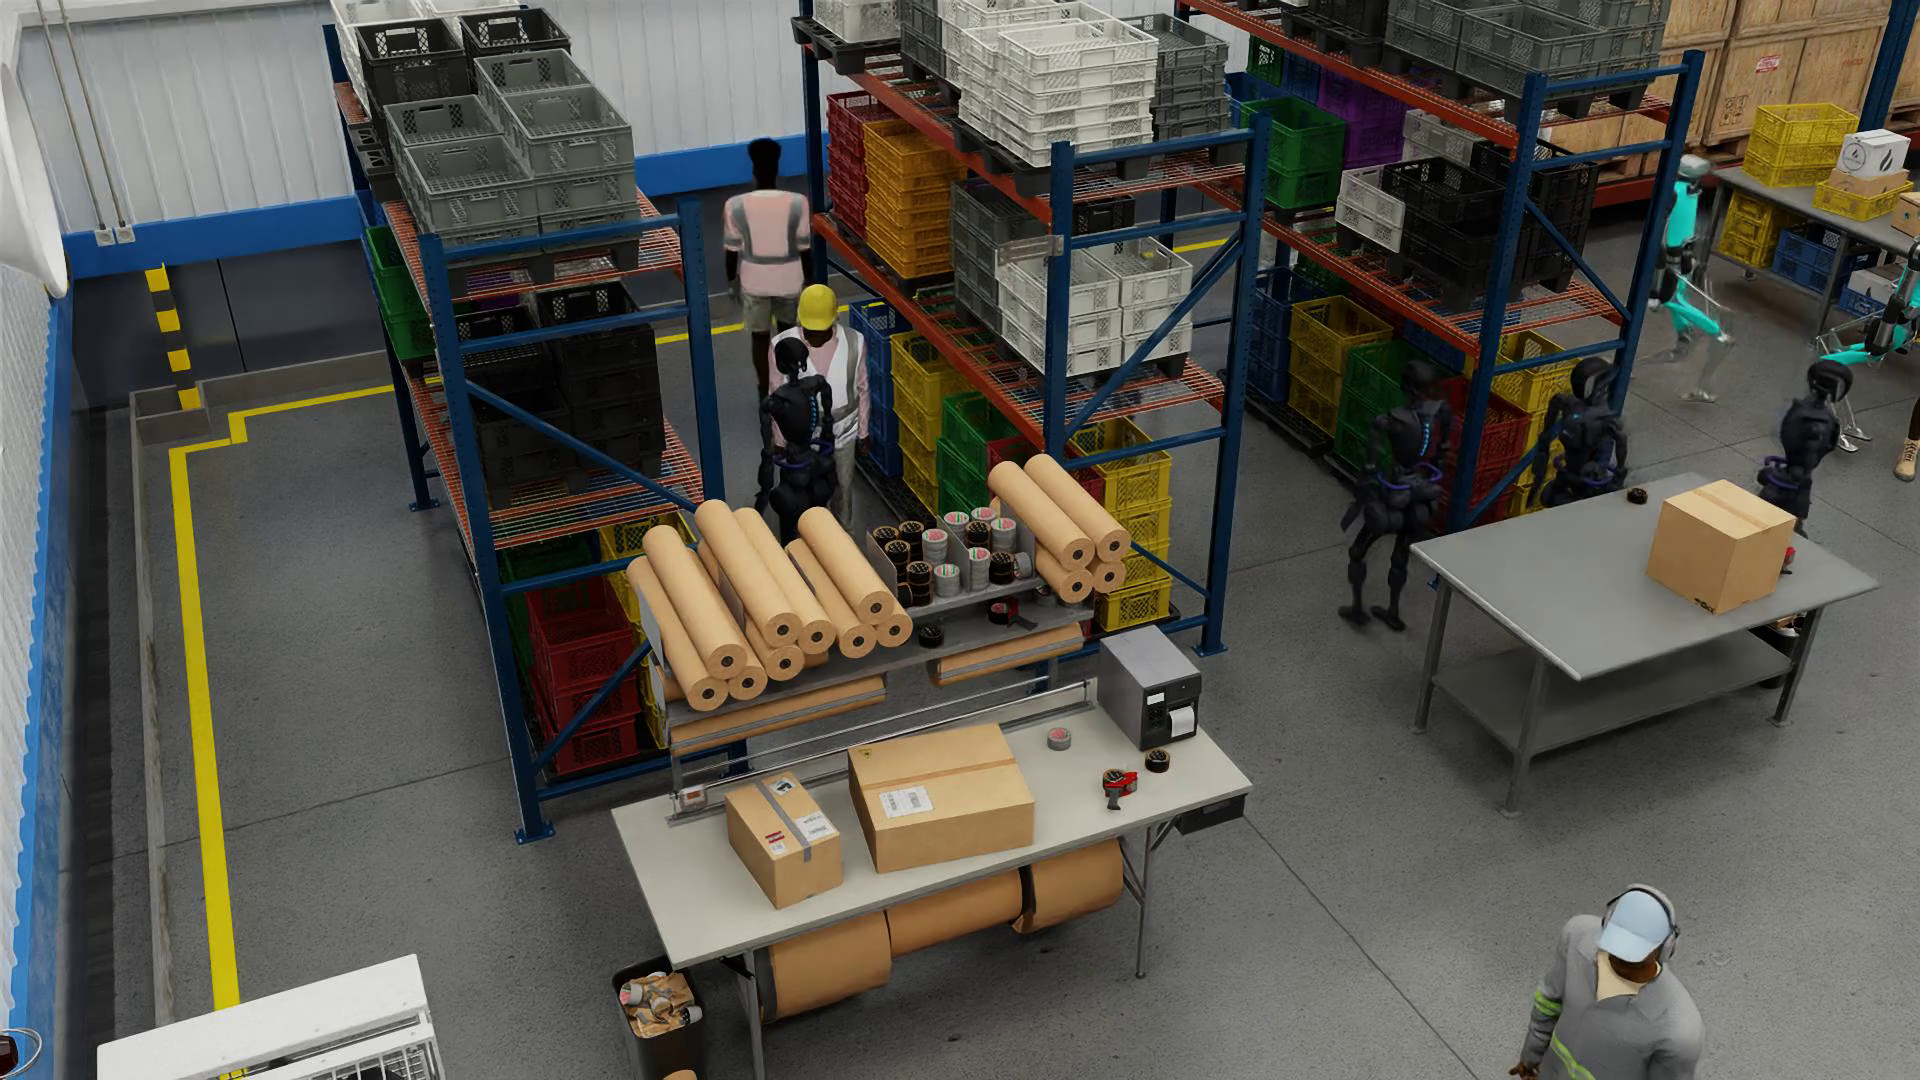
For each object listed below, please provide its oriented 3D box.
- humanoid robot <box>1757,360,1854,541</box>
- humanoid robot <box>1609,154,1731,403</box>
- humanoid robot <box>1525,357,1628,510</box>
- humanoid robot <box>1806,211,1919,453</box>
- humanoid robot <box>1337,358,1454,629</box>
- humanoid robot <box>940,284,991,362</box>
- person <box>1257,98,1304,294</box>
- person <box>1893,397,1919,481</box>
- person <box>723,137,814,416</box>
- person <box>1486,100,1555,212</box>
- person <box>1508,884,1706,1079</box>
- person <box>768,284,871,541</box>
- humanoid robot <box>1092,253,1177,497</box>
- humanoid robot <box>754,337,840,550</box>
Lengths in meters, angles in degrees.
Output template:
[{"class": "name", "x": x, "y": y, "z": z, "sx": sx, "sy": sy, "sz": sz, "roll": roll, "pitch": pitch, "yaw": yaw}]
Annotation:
[{"class": "humanoid robot", "x": 4.432, "y": -0.218, "z": 8.972, "sx": 0.390, "sy": 1.648, "sz": 0.587, "roll": 10, "pitch": 33, "yaw": 15}, {"class": "humanoid robot", "x": 5.054, "y": -1.717, "z": 11.397, "sx": 1.053, "sy": 1.749, "sz": 0.537, "roll": 28, "pitch": 41, "yaw": 37}, {"class": "humanoid robot", "x": 3.309, "y": -0.228, "z": 9.017, "sx": 0.651, "sy": 1.631, "sz": 0.614, "roll": -18, "pitch": 36, "yaw": -27}, {"class": "humanoid robot", "x": 5.880, "y": -1.413, "z": 10.741, "sx": 0.533, "sy": 1.672, "sz": 0.735, "roll": -23, "pitch": 38, "yaw": -32}, {"class": "humanoid robot", "x": 2.375, "y": -0.238, "z": 9.003, "sx": 0.600, "sy": 1.648, "sz": 0.348, "roll": -12, "pitch": 34, "yaw": -18}, {"class": "humanoid robot", "x": 0.135, "y": -1.949, "z": 11.811, "sx": 0.719, "sy": 1.860, "sz": 0.557, "roll": 24, "pitch": 39, "yaw": 34}, {"class": "person", "x": 2.535, "y": -2.834, "z": 13.087, "sx": 0.432, "sy": 1.834, "sz": 0.621, "roll": -24, "pitch": 39, "yaw": -33}, {"class": "person", "x": 6.357, "y": -1.288, "z": 10.372, "sx": 0.613, "sy": 2.042, "sz": 0.370, "roll": 8, "pitch": 33, "yaw": 13}, {"class": "person", "x": -1.274, "y": -1.742, "z": 11.216, "sx": 0.605, "sy": 1.939, "sz": 0.786, "roll": -4, "pitch": 32, "yaw": -6}, {"class": "person", "x": 4.367, "y": -2.934, "z": 13.197, "sx": 0.572, "sy": 1.883, "sz": 0.359, "roll": -7, "pitch": 32, "yaw": -11}, {"class": "person", "x": 2.052, "y": 1.842, "z": 5.468, "sx": 0.372, "sy": 1.852, "sz": 0.596, "roll": -14, "pitch": 34, "yaw": -21}, {"class": "person", "x": -0.789, "y": -0.615, "z": 9.488, "sx": 0.588, "sy": 1.822, "sz": 0.403, "roll": -7, "pitch": 32, "yaw": -12}, {"class": "humanoid robot", "x": 1.100, "y": -1.070, "z": 10.398, "sx": 0.618, "sy": 1.619, "sz": 0.775, "roll": -15, "pitch": 34, "yaw": -22}, {"class": "humanoid robot", "x": -0.886, "y": -0.346, "z": 9.183, "sx": 0.307, "sy": 1.652, "sz": 0.608, "roll": 23, "pitch": 38, "yaw": 33}]
